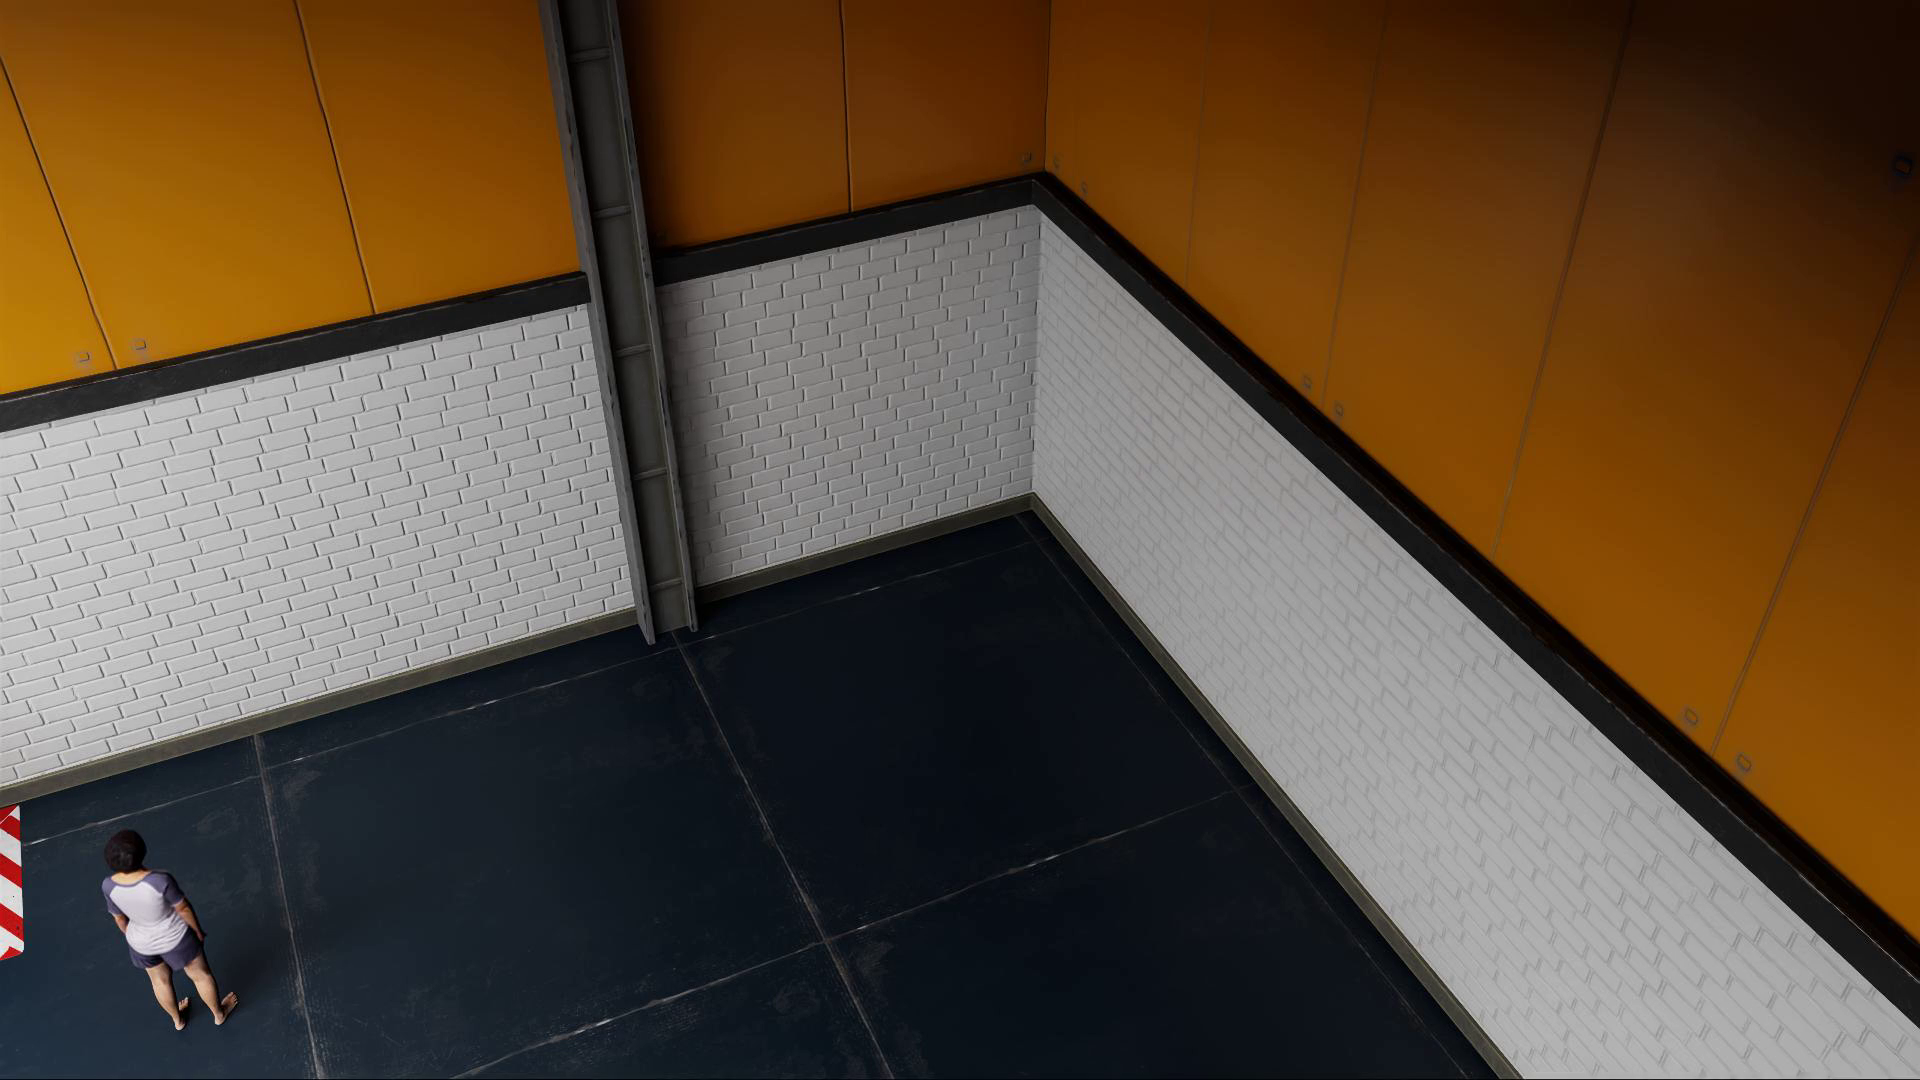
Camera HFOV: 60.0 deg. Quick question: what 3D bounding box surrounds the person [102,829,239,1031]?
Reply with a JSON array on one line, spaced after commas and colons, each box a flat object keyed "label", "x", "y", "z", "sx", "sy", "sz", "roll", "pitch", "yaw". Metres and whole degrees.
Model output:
[{"label": "person", "x": -4.533, "y": 2.218, "z": 9.434, "sx": 0.560, "sy": 1.565, "sz": 0.690, "roll": -4, "pitch": 39, "yaw": -5}]
